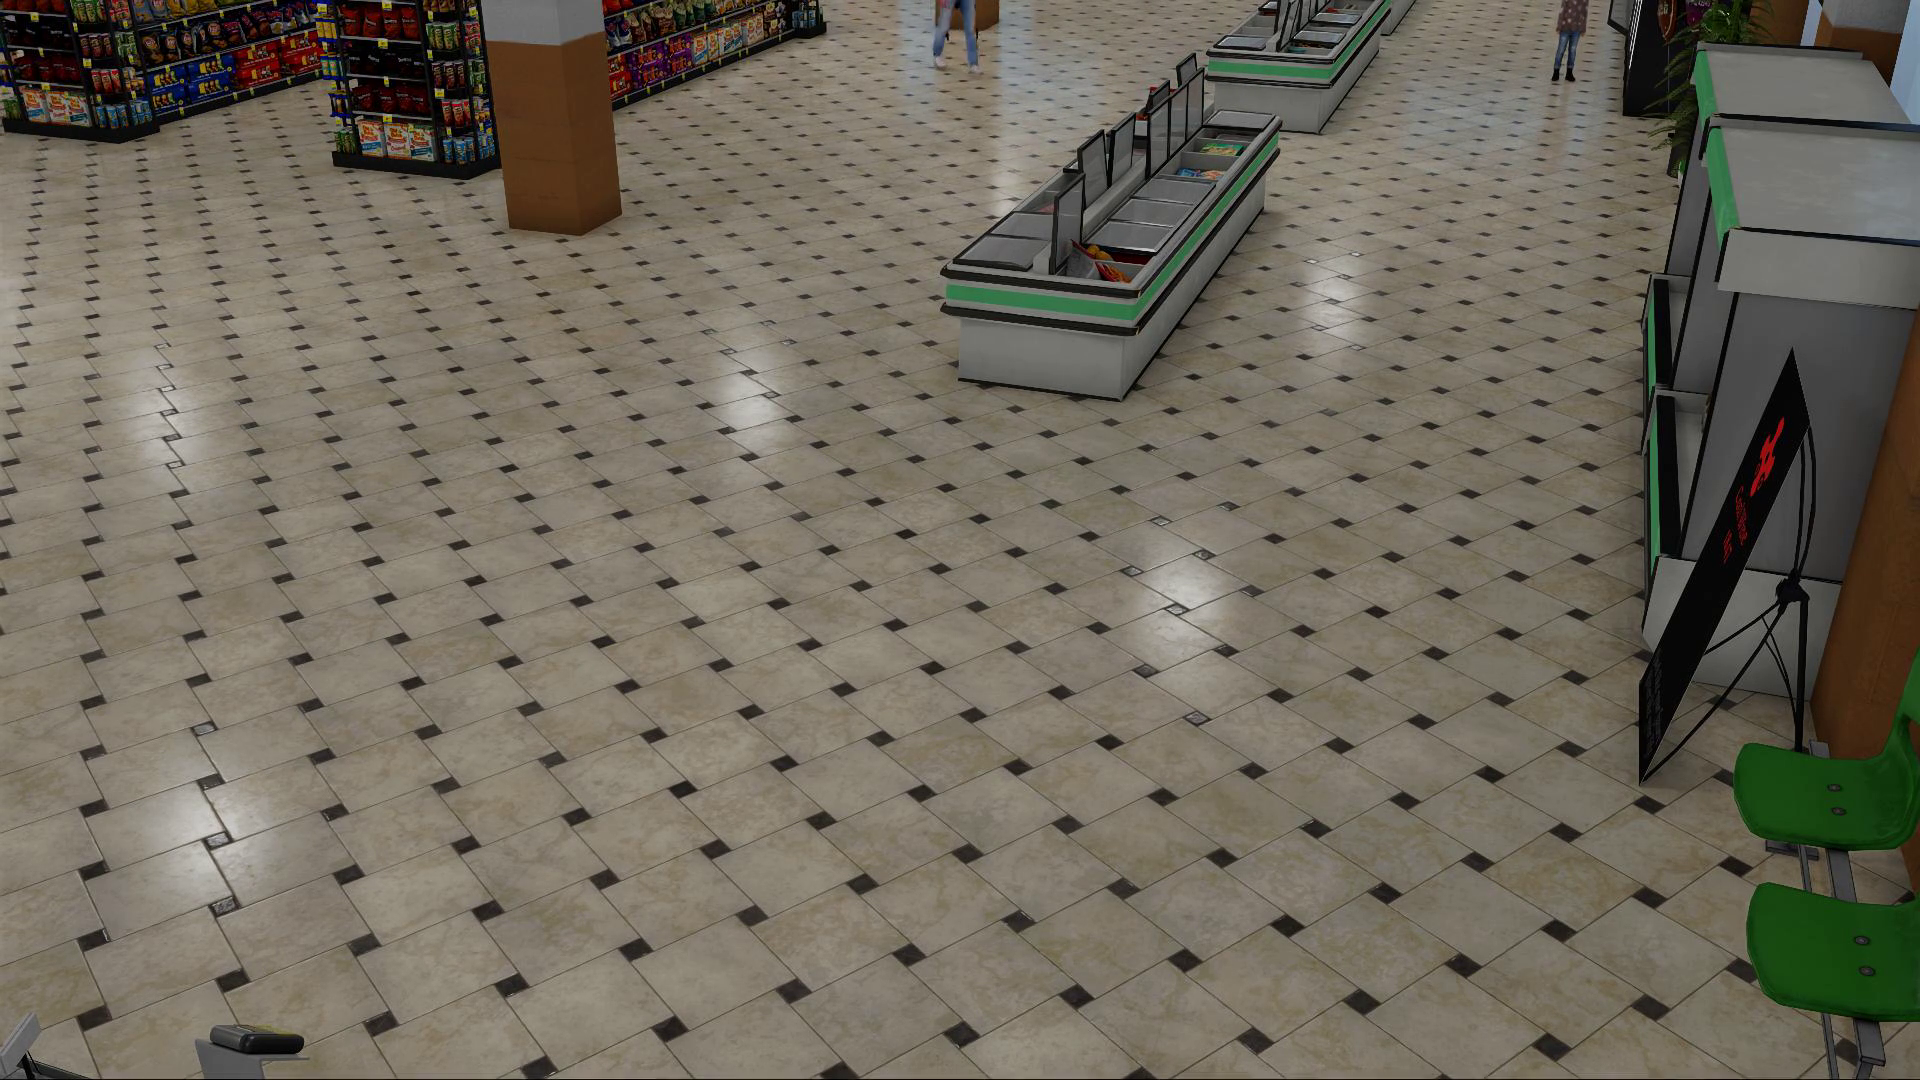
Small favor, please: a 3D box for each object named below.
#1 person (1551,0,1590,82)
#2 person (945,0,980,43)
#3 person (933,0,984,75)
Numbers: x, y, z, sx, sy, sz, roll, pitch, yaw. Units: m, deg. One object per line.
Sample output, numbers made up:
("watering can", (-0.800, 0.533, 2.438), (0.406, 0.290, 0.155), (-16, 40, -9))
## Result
("person", (7.107, -5.957, 19.336), (0.518, 1.189, 0.511), (4, 27, 8))
("person", (0.001, -7.095, 21.083), (1.142, 1.639, 1.133), (-17, 31, -30))
("person", (-0.089, -6.428, 19.587), (1.223, 1.805, 1.249), (-13, 30, -24))
